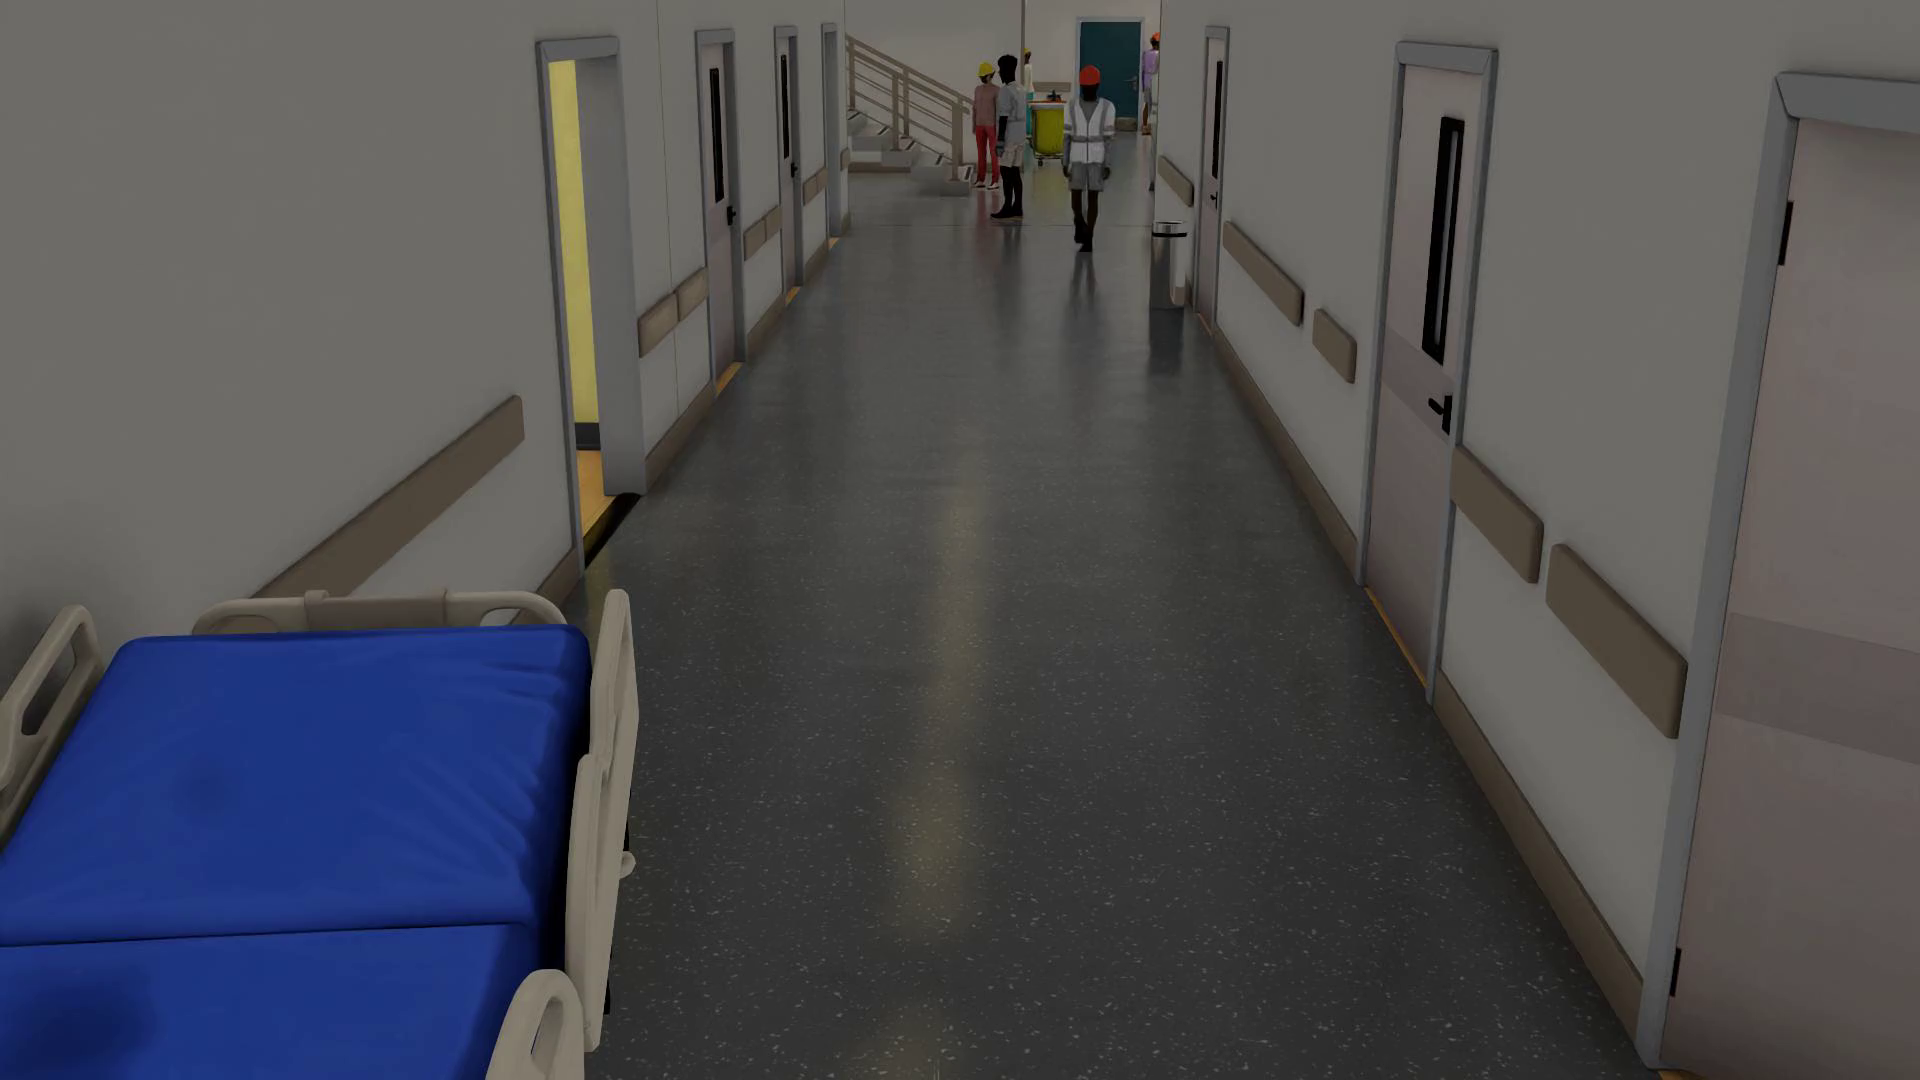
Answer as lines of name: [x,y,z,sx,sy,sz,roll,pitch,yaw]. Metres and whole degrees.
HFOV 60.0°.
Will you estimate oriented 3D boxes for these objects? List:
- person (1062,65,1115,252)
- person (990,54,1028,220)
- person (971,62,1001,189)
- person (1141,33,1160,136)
person: [1.343,-3.992,17.440,0.544,1.918,0.539,3,18,9]
person: [0.605,-4.860,20.114,0.384,1.953,0.618,8,19,24]
person: [0.374,-5.881,23.635,0.522,1.761,0.321,14,22,37]
person: [3.956,-9.246,33.779,0.410,2.030,0.611,-16,24,-41]
